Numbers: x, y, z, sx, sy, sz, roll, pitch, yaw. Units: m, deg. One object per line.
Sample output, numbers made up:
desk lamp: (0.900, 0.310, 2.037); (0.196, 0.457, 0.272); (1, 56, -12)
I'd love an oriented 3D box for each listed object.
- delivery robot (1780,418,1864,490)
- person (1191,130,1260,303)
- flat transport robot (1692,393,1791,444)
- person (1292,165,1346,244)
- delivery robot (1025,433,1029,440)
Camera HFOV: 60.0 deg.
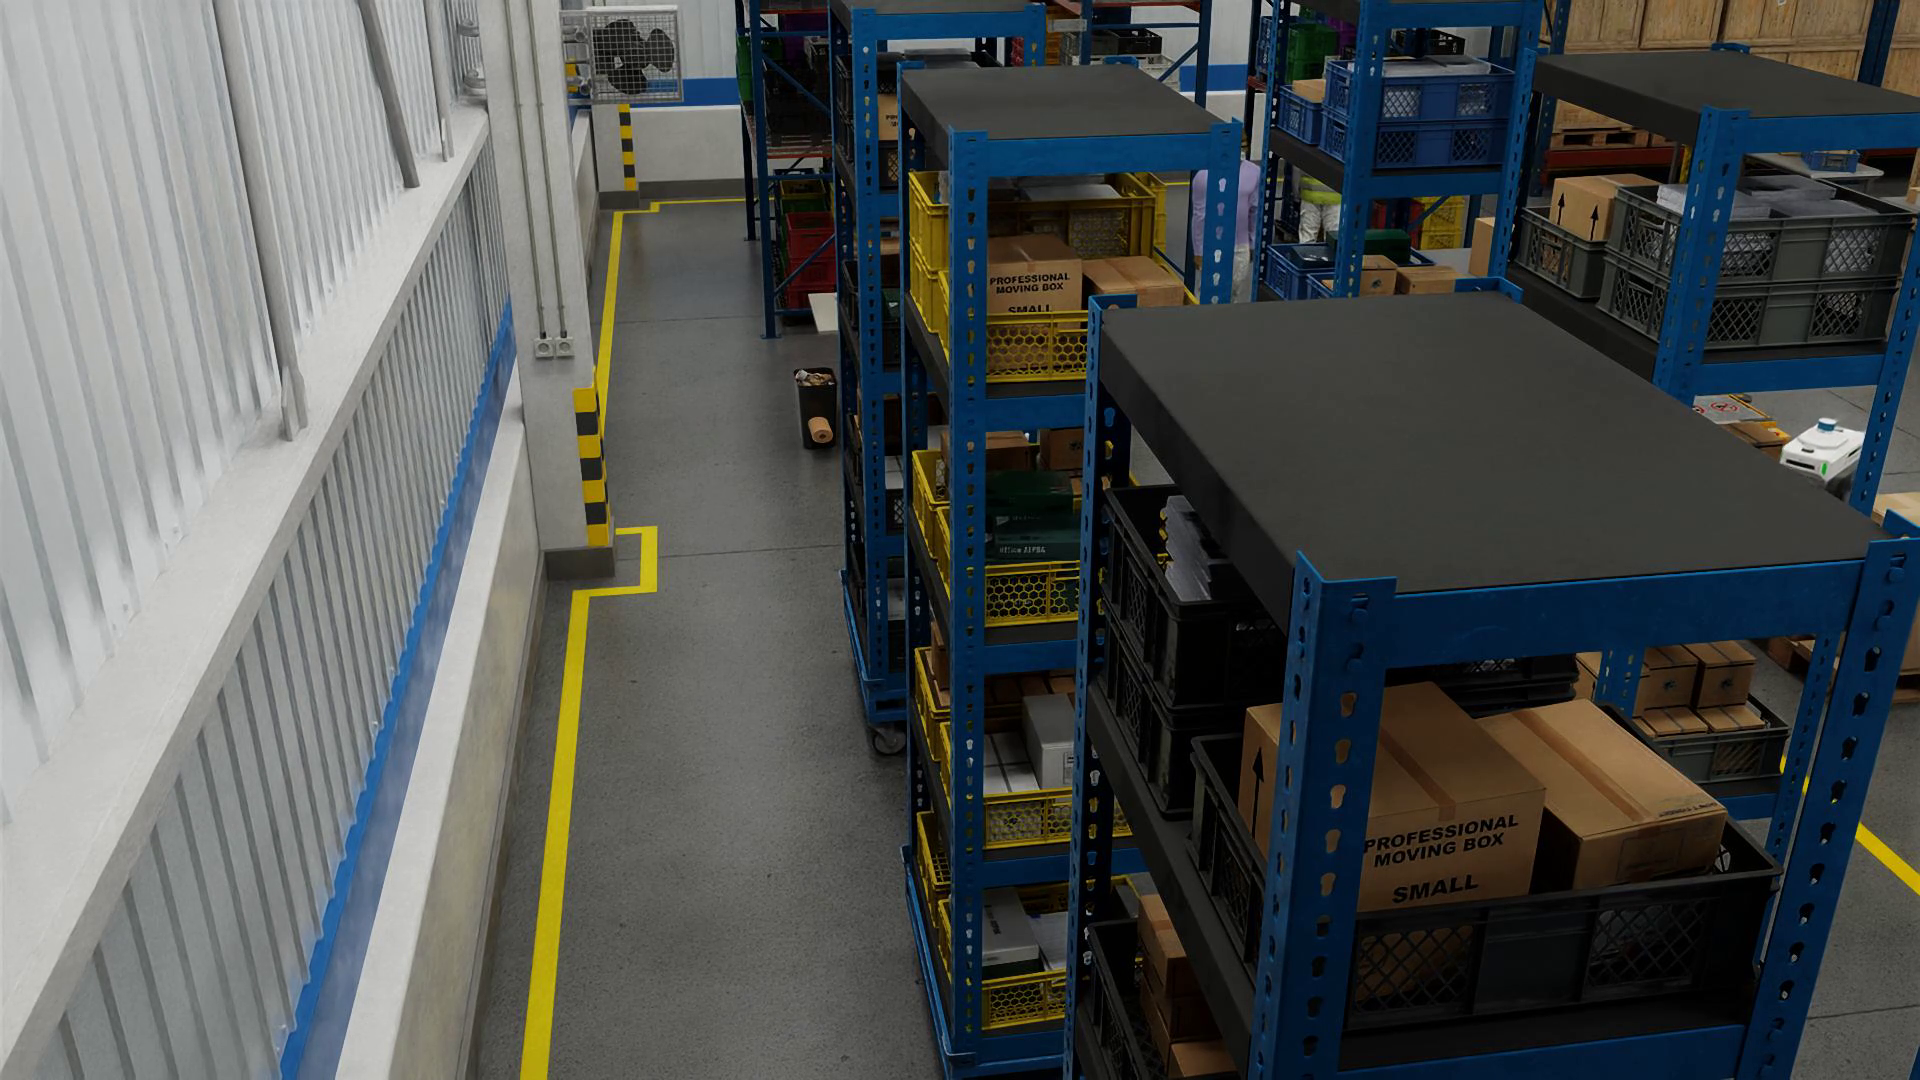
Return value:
delivery robot: (5.715, -0.568, 11.055); (0.707, 0.478, 0.477); (-22, 33, -40)
person: (2.142, -2.388, 13.486); (0.628, 1.931, 0.358); (-11, 27, -23)
flat transport robot: (5.224, -0.859, 12.132); (1.431, 0.197, 0.652); (-4, 25, -8)
person: (3.328, -3.111, 15.160); (0.626, 1.846, 0.429); (12, 27, 24)
delivery robot: (0.118, -0.676, 11.290); (0.707, 0.478, 0.477); (1, 25, 2)
